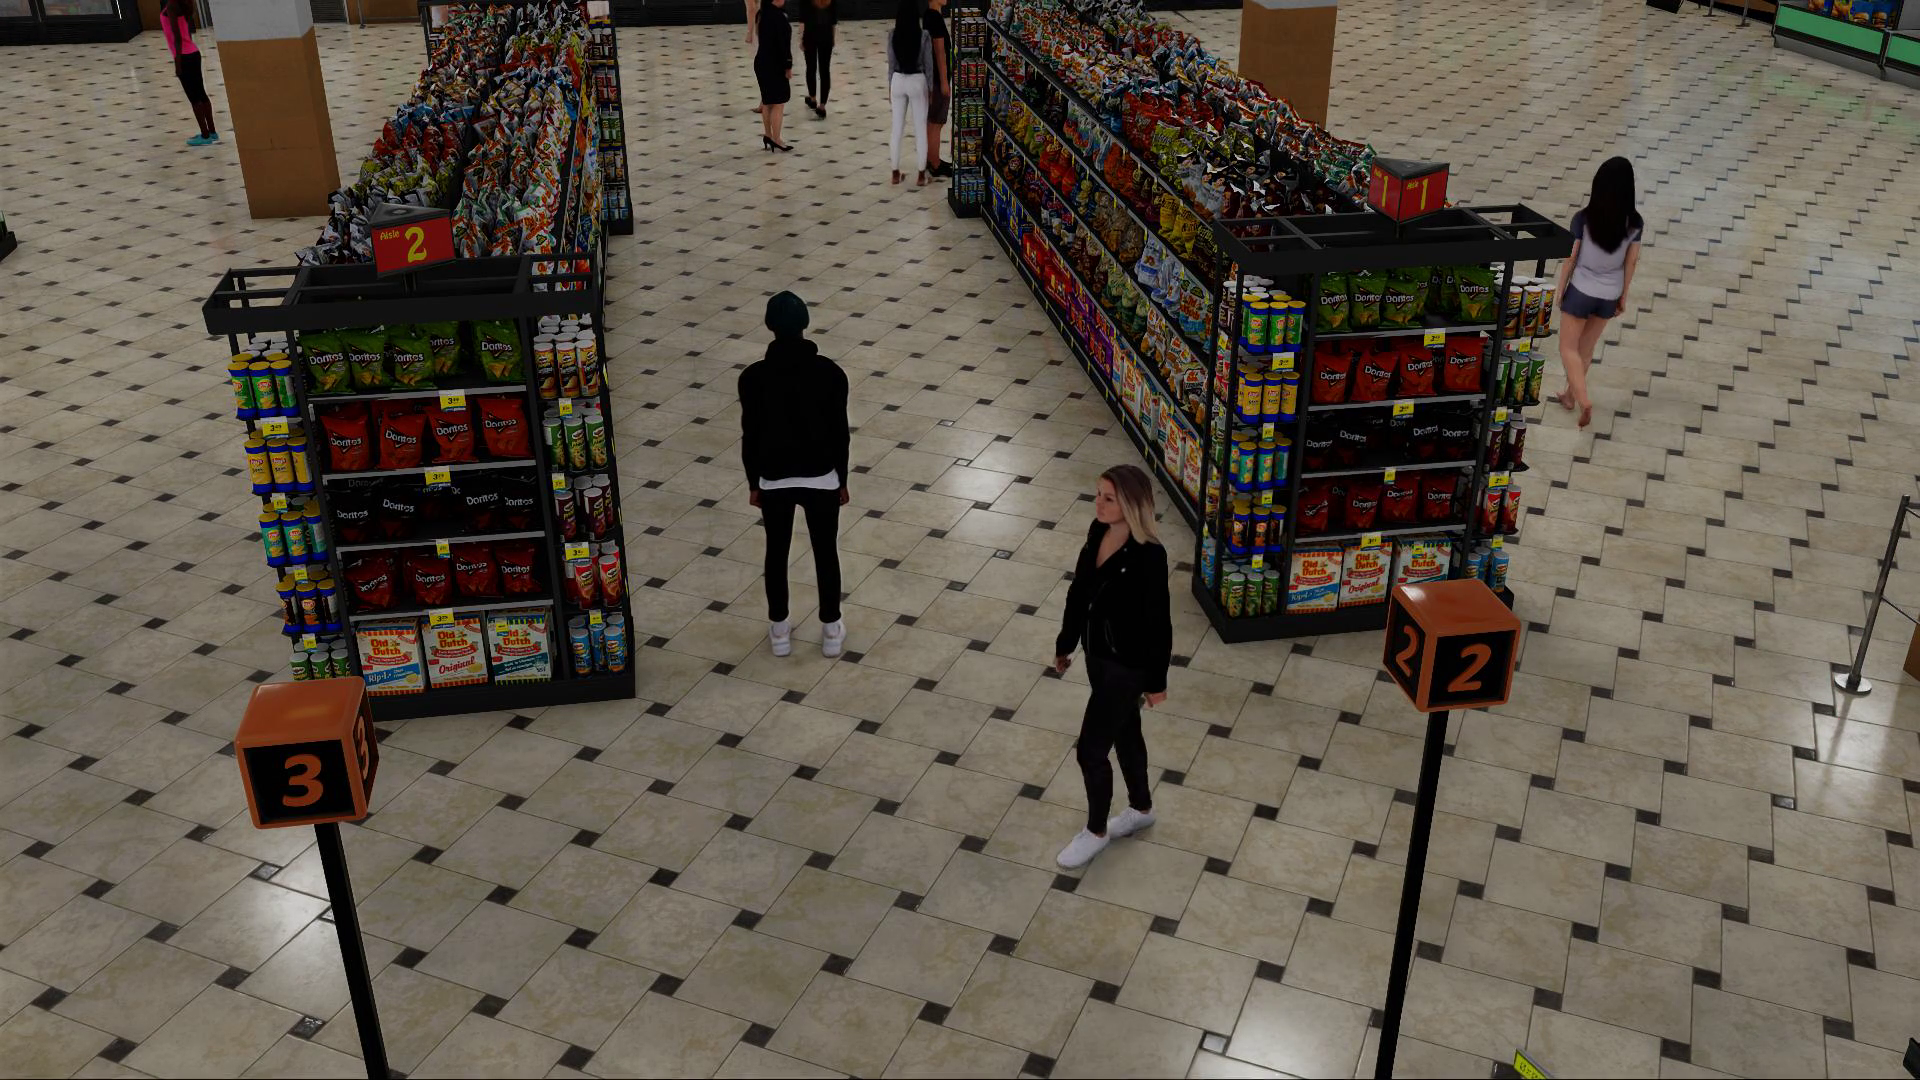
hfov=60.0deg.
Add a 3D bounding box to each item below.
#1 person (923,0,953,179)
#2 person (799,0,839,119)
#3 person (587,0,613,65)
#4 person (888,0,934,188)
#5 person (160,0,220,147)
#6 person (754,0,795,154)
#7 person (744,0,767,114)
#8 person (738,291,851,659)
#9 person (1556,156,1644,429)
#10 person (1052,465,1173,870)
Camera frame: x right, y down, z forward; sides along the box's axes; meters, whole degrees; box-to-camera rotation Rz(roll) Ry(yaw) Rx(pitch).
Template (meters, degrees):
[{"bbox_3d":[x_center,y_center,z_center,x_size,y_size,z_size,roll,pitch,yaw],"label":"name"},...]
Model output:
[{"bbox_3d":[-0.233,-4.450,15.960,0.733,1.862,0.511,-5,27,-11],"label":"person"},{"bbox_3d":[-1.520,-5.462,18.171,0.678,1.668,0.978,-8,28,-16],"label":"person"},{"bbox_3d":[-4.558,-6.770,20.689,0.704,1.723,0.725,-21,34,-36],"label":"person"},{"bbox_3d":[-0.472,-4.214,15.652,0.663,1.721,0.656,7,28,13],"label":"person"},{"bbox_3d":[-7.936,-4.938,17.076,0.658,1.723,0.526,0,27,-1],"label":"person"},{"bbox_3d":[-1.893,-4.782,16.826,0.843,1.671,0.722,-18,32,-31],"label":"person"},{"bbox_3d":[-2.186,-5.627,18.421,0.745,1.736,0.683,17,32,30],"label":"person"},{"bbox_3d":[-0.760,-0.292,7.810,0.695,1.818,0.630,-1,27,-1],"label":"person"},{"bbox_3d":[3.957,-1.507,10.356,0.729,1.683,1.053,1,27,2],"label":"person"},{"bbox_3d":[0.697,0.463,6.488,0.790,1.667,0.783,-12,29,-23],"label":"person"}]
